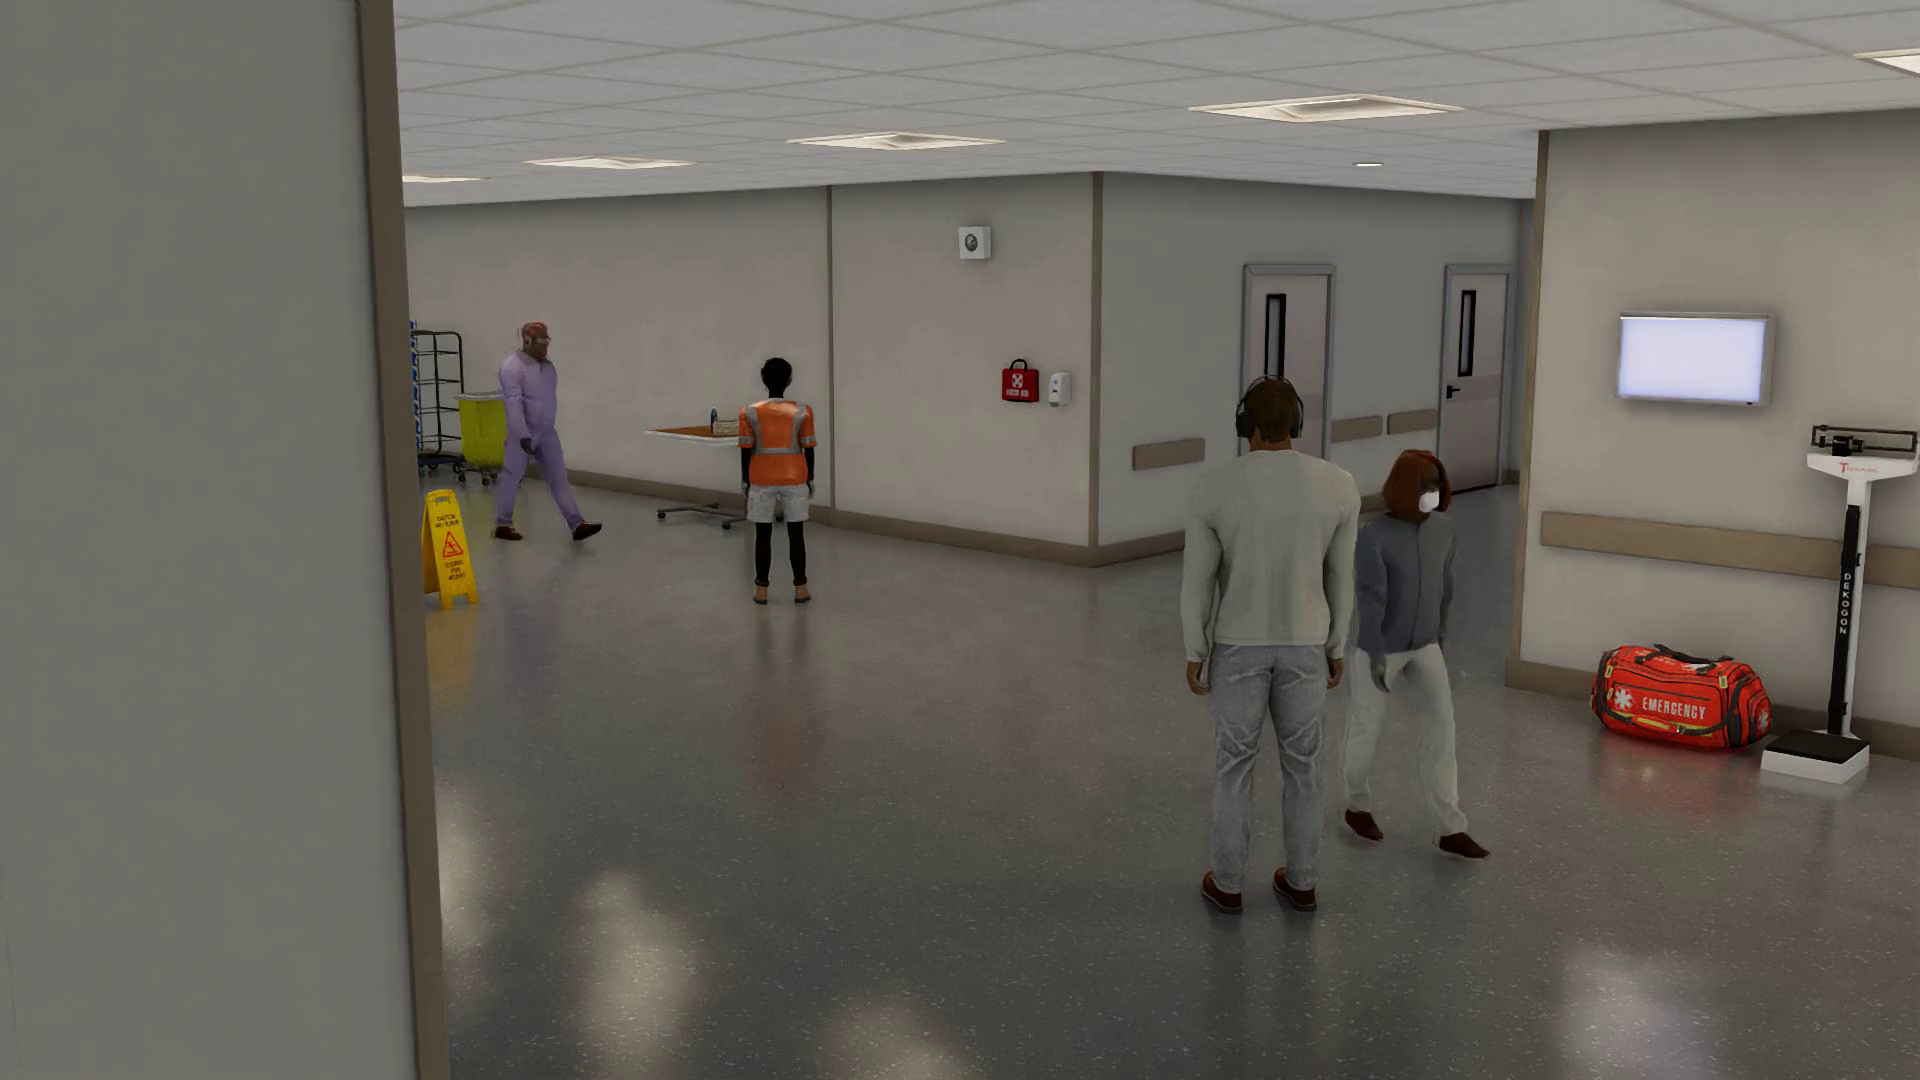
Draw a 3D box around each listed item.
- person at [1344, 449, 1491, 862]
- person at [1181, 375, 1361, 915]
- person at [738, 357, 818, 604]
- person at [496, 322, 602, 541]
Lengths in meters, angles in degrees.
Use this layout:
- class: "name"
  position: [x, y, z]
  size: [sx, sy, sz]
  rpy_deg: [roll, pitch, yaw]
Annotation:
- class: "person"
  position: [1.771, 0.455, 6.470]
  size: [0.507, 1.600, 0.780]
  rpy_deg: [-3, 10, -20]
- class: "person"
  position: [1.094, 0.382, 5.930]
  size: [0.622, 1.932, 0.368]
  rpy_deg: [0, 9, 0]
- class: "person"
  position: [-1.246, -0.401, 11.412]
  size: [0.541, 1.700, 0.316]
  rpy_deg: [-1, 9, -6]
- class: "person"
  position: [-3.546, -0.894, 13.972]
  size: [1.023, 1.852, 0.648]
  rpy_deg: [6, 11, 31]
